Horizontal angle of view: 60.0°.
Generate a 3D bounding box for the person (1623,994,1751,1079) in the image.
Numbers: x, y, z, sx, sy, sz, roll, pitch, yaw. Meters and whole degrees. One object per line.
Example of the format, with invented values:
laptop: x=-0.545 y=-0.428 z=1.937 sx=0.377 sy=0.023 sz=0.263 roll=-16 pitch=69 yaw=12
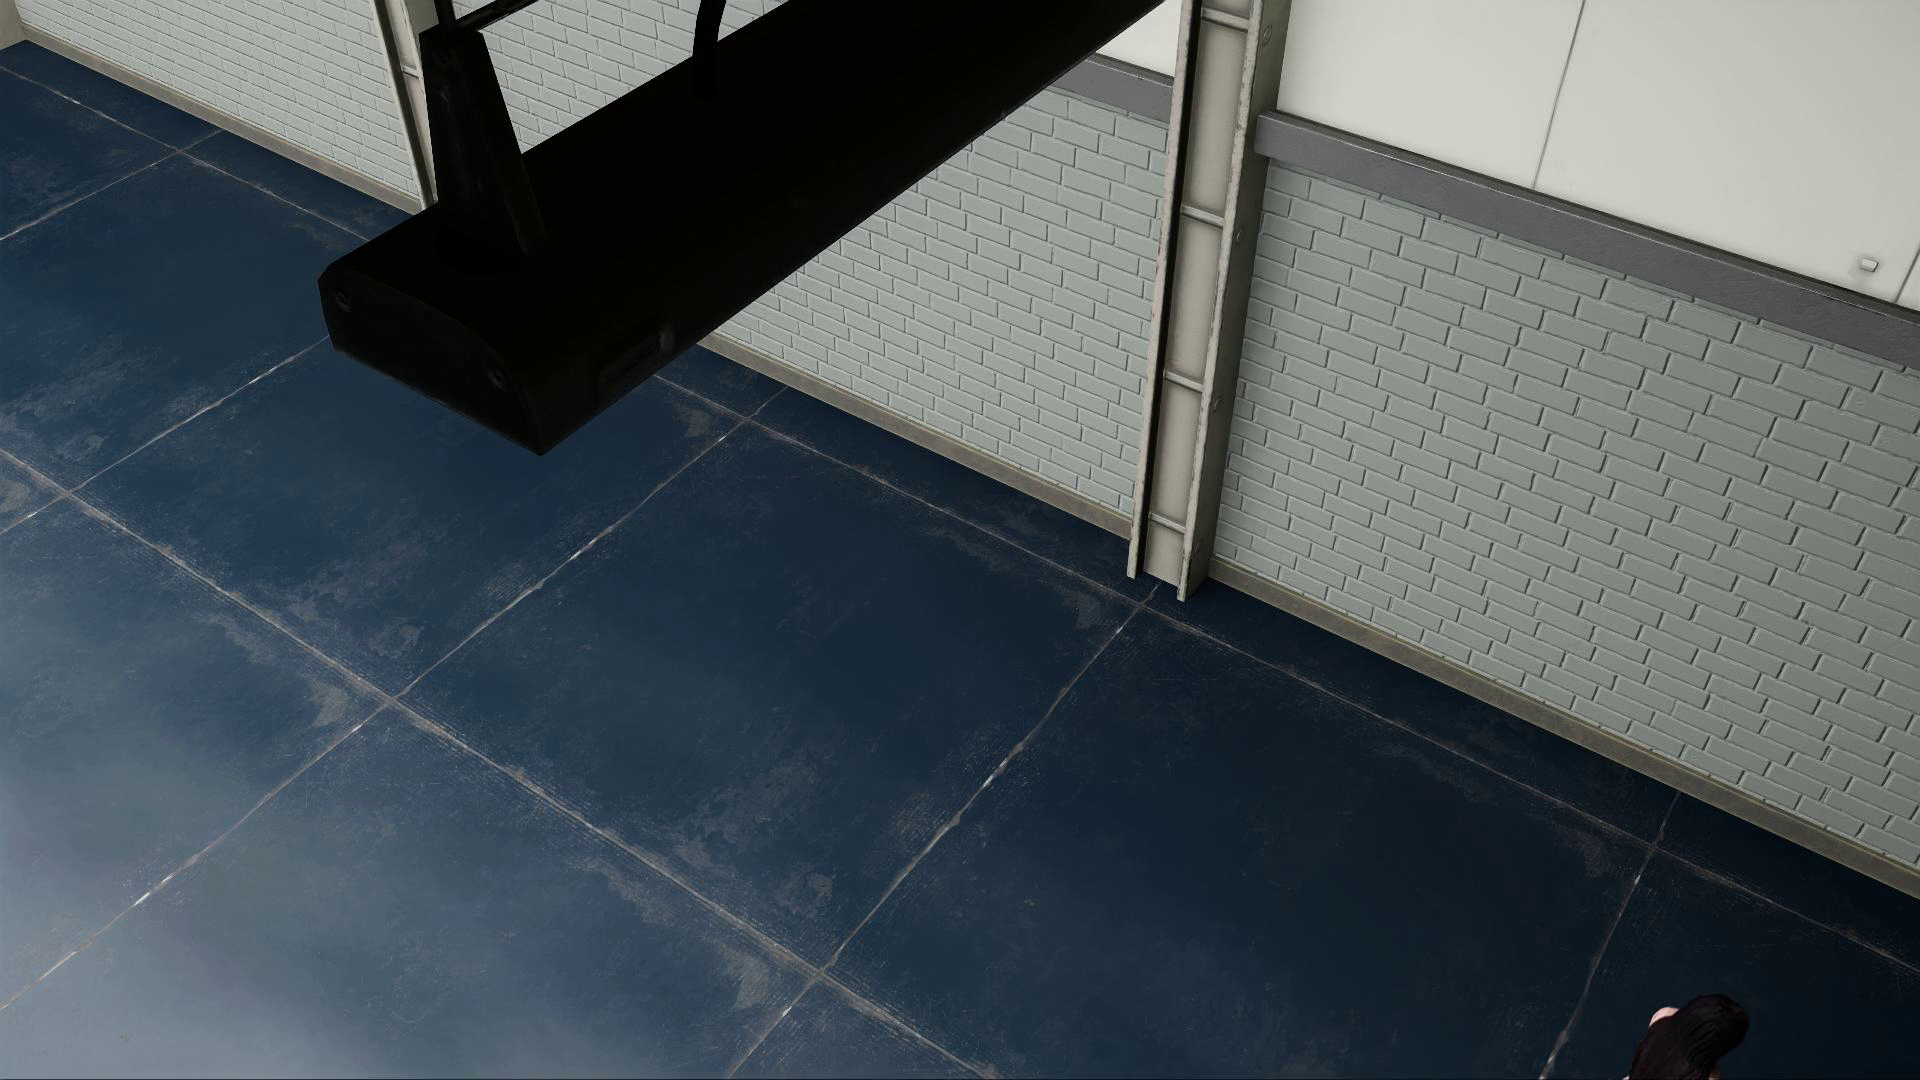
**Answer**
person: x=2.574 y=2.271 z=6.393 sx=0.790 sy=1.710 sz=0.725 roll=-7 pitch=44 yaw=-8
